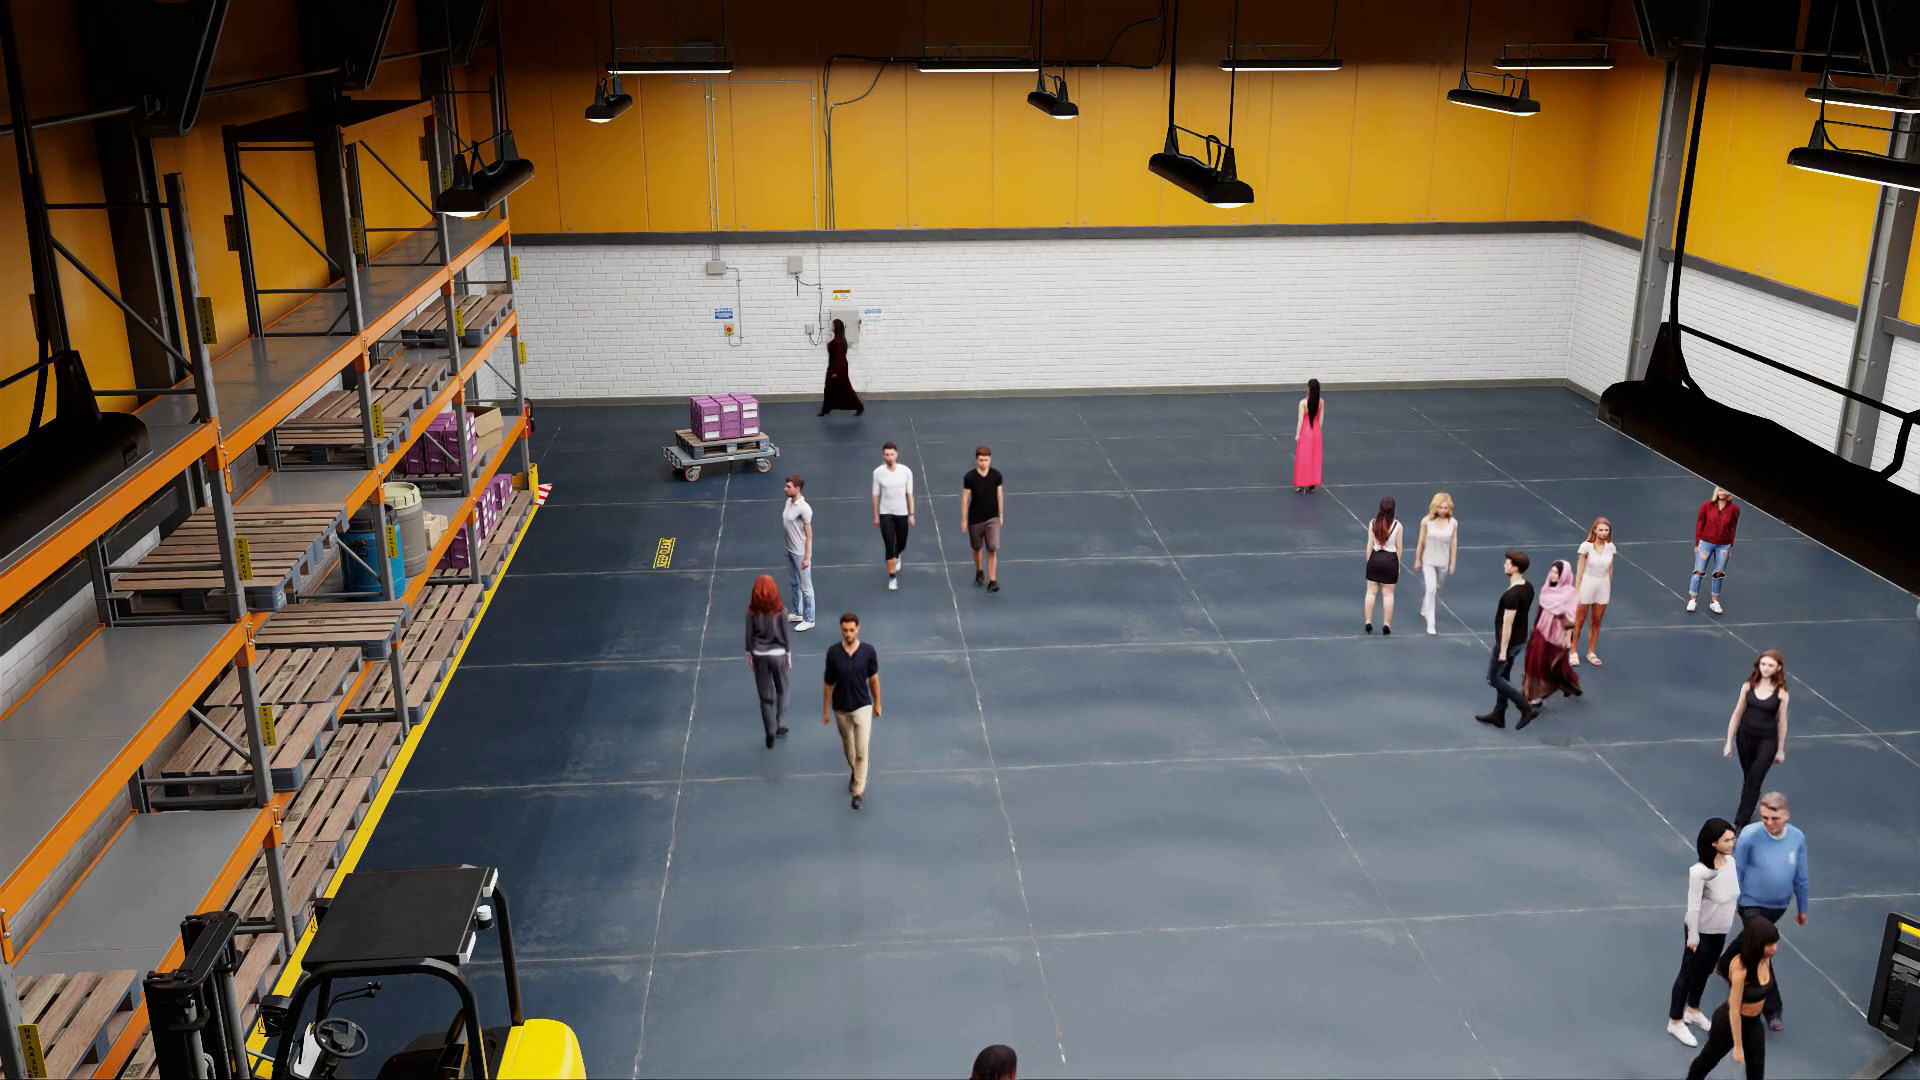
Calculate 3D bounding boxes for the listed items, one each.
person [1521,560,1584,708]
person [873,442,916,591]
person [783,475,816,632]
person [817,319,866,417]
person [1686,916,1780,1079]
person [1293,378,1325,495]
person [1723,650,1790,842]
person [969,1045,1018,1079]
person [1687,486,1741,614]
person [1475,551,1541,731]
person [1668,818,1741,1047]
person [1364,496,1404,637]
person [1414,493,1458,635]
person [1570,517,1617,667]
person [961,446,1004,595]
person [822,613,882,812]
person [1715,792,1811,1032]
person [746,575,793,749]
[{"bbox_3d":[6.183,0.972,17.212,0.908,1.621,0.929,-10,21,-27],"label":"person"},{"bbox_3d":[-0.828,-0.339,20.784,0.677,1.826,1.035,-2,19,-5],"label":"person"},{"bbox_3d":[-1.872,0.131,19.350,0.792,1.850,0.658,-11,22,-30],"label":"person"},{"bbox_3d":[-1.984,-2.913,28.593,0.752,1.720,0.998,-2,19,-7],"label":"person"},{"bbox_3d":[4.979,3.129,10.830,0.876,1.607,1.104,-12,22,-31],"label":"person"},{"bbox_3d":[5.158,-1.543,24.515,0.671,1.727,0.651,-6,20,-18],"label":"person"},{"bbox_3d":[7.086,1.766,14.735,1.132,1.697,1.174,16,24,39],"label":"person"},{"bbox_3d":[0.197,3.576,9.322,0.835,1.723,0.688,-11,21,-29],"label":"person"},{"bbox_3d":[9.022,0.062,19.893,0.666,1.636,0.642,4,19,13],"label":"person"},{"bbox_3d":[5.569,1.039,16.603,1.025,1.882,0.982,13,22,33],"label":"person"},{"bbox_3d":[5.292,2.749,11.811,0.711,1.701,0.730,-13,23,-34],"label":"person"},{"bbox_3d":[4.874,0.296,19.180,0.618,1.647,0.628,6,20,18],"label":"person"},{"bbox_3d":[5.549,0.221,19.415,0.702,1.637,1.107,1,19,2],"label":"person"},{"bbox_3d":[6.982,0.549,18.347,0.574,1.697,0.566,0,19,-1],"label":"person"},{"bbox_3d":[0.280,-0.284,20.636,0.713,1.817,1.145,-2,19,-7],"label":"person"},{"bbox_3d":[-0.981,1.512,15.299,0.810,1.818,1.177,2,19,5],"label":"person"},{"bbox_3d":[5.830,2.607,12.166,0.691,1.744,1.139,-2,19,-7],"label":"person"},{"bbox_3d":[-1.875,1.216,16.262,0.627,1.765,0.645,0,19,-1],"label":"person"}]
